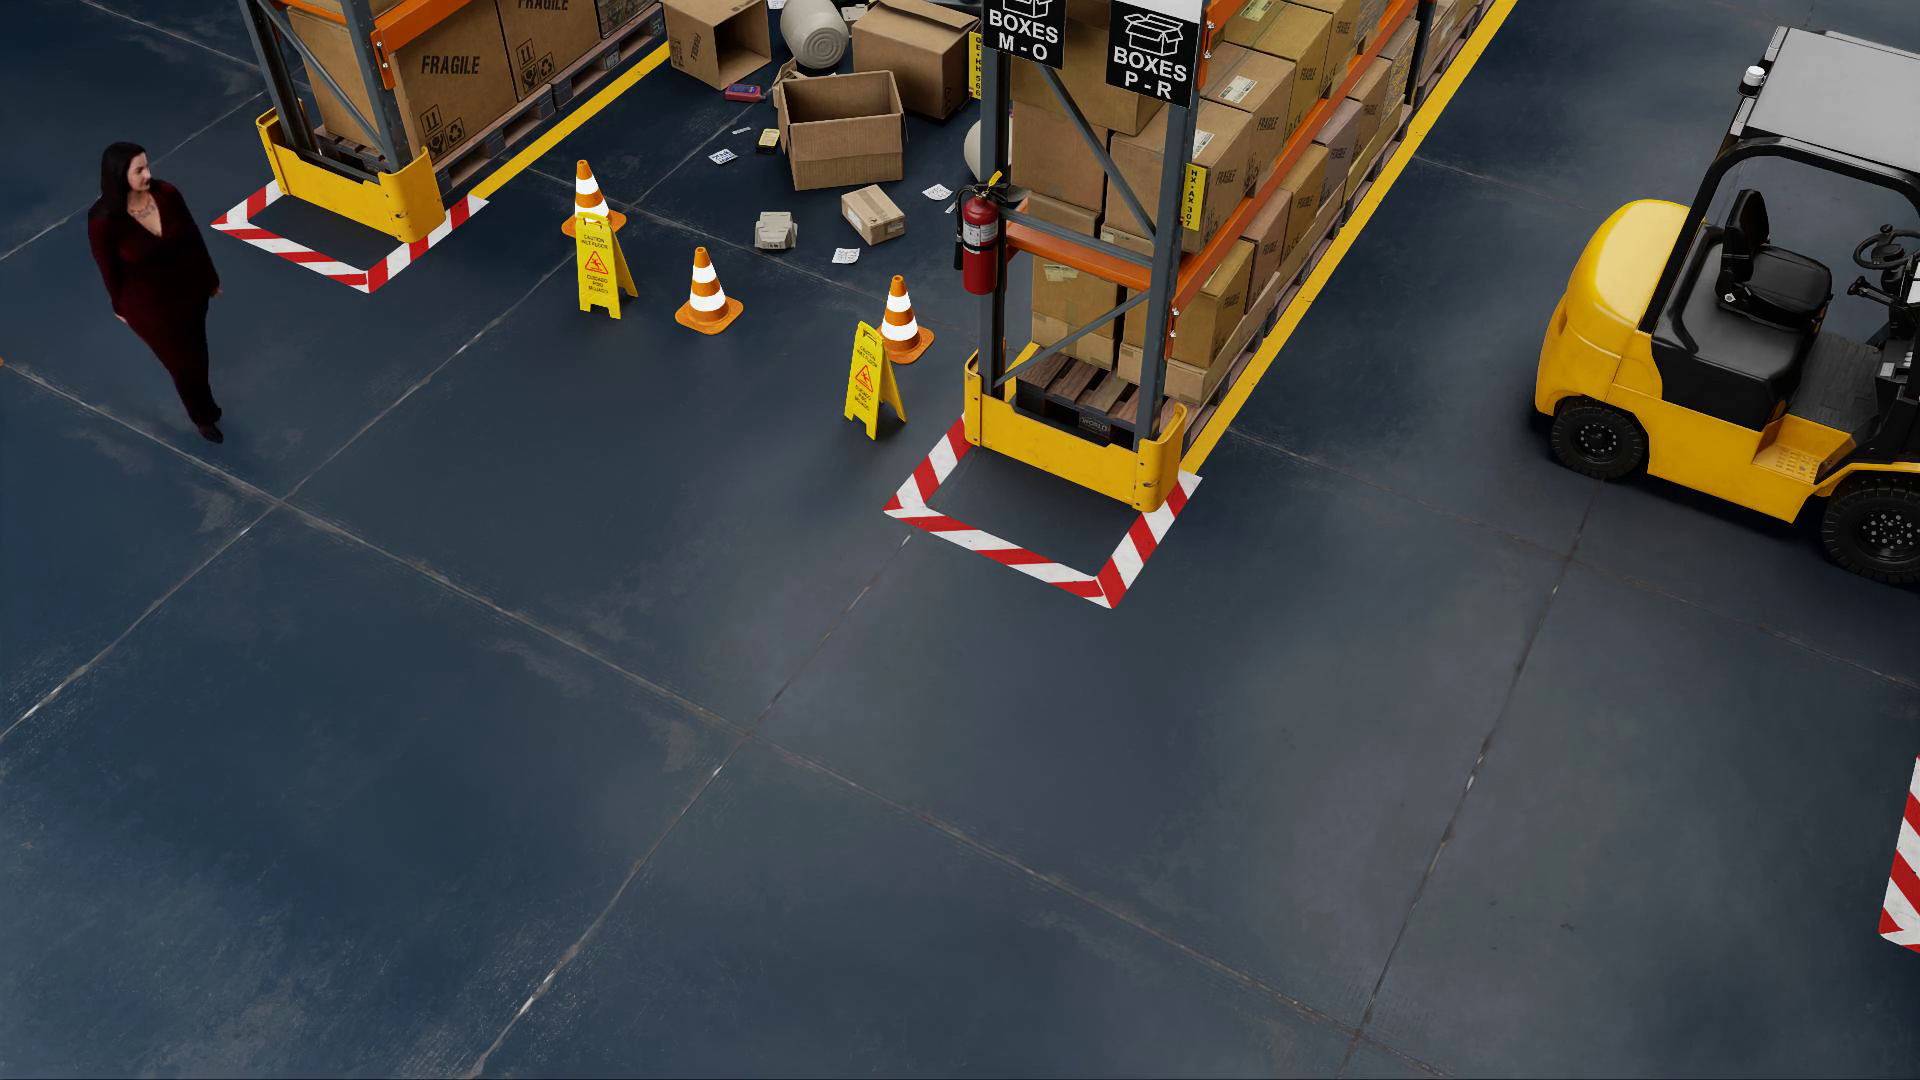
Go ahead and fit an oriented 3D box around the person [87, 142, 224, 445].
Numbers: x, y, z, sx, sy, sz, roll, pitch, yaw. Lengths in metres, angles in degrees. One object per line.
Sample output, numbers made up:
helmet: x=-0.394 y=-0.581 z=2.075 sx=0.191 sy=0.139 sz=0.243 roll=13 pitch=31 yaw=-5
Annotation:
person: x=-4.174 y=-1.308 z=8.603 sx=0.761 sy=1.729 sz=0.660 roll=29 pitch=53 yaw=24
